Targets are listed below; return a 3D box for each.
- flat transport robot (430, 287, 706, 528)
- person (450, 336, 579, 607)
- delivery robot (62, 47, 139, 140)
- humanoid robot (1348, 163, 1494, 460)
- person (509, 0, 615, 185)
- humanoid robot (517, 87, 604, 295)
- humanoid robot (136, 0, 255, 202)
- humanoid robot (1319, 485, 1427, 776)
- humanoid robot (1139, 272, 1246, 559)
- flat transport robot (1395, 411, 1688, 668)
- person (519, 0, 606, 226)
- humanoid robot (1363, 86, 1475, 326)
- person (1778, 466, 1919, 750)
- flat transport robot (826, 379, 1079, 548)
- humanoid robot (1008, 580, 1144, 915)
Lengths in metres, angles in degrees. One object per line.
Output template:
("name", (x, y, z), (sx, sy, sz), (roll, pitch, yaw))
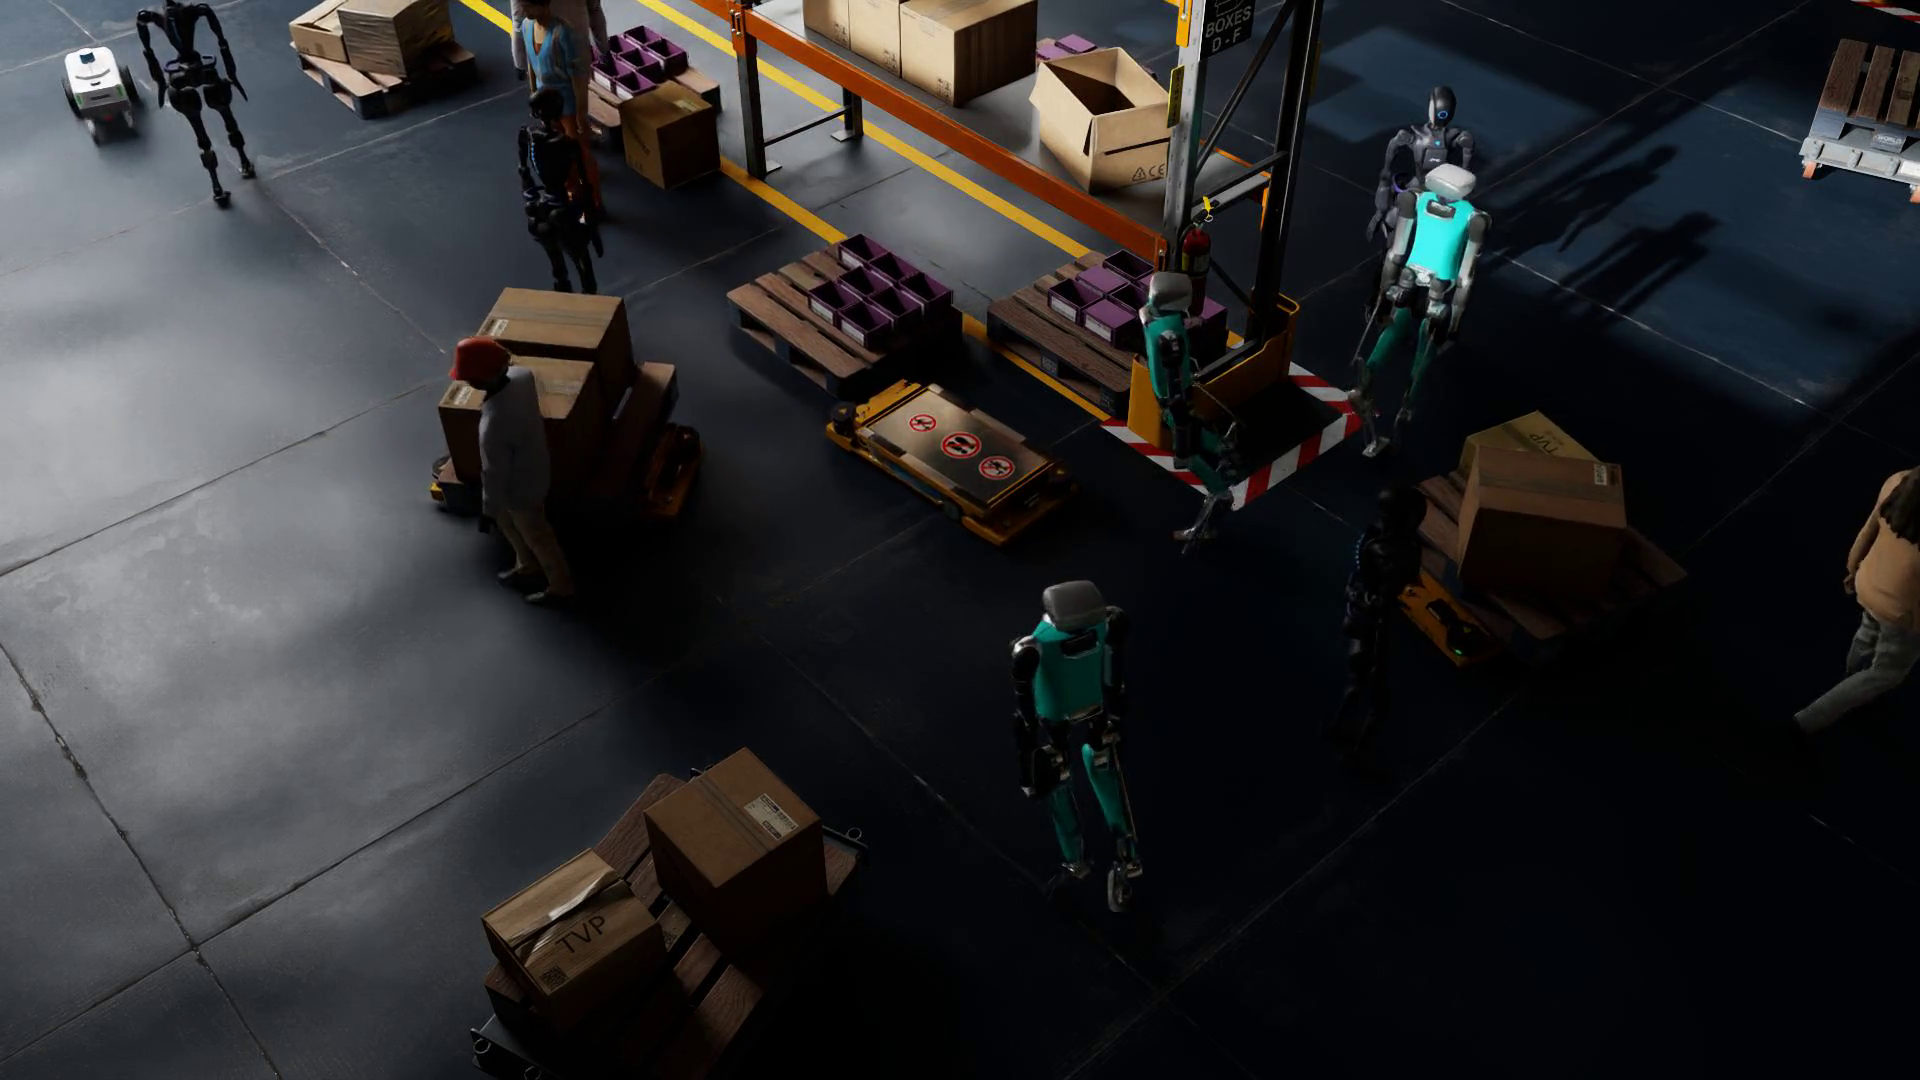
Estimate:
("flat transport robot", (-2.247, -0.434, 9.567), (1.431, 0.231, 0.659), (6, 43, 6))
("person", (-2.307, -0.308, 8.342), (0.574, 1.733, 0.586), (-1, 43, -1))
("delivery robot", (-6.530, -3.430, 12.604), (0.499, 0.580, 0.756), (-19, 46, -20))
("humanoid robot", (2.465, -1.140, 9.299), (0.534, 1.836, 0.776), (29, 50, 28))
("person", (-2.750, -3.470, 11.708), (0.544, 1.857, 0.778), (25, 48, 25))
("humanoid robot", (-2.483, -1.949, 10.180), (0.598, 1.646, 0.464), (23, 47, 23))
("humanoid robot", (-5.302, -3.176, 11.535), (0.583, 1.649, 0.614), (-13, 44, -14))
("humanoid robot", (1.929, 0.383, 7.635), (0.366, 1.658, 0.590), (8, 43, 9))
("humanoid robot", (1.267, -0.610, 8.692), (0.766, 1.790, 0.530), (-4, 43, -4))
("flat transport robot", (3.040, 0.192, 8.886), (1.431, 0.231, 0.659), (-19, 46, -20))
("person", (-2.705, -2.939, 11.194), (0.498, 1.759, 0.345), (24, 48, 24))
("humanoid robot", (2.837, -2.044, 10.275), (0.601, 1.652, 0.340), (0, 43, 0))
("person", (4.312, 0.257, 7.644), (0.747, 1.856, 0.582), (-9, 43, -10))
("flat transport robot", (-0.059, -0.497, 9.635), (1.431, 0.231, 0.659), (33, 52, 31))
("humanoid robot", (0.563, 1.053, 6.905), (0.535, 1.831, 0.804), (-20, 46, -20))
